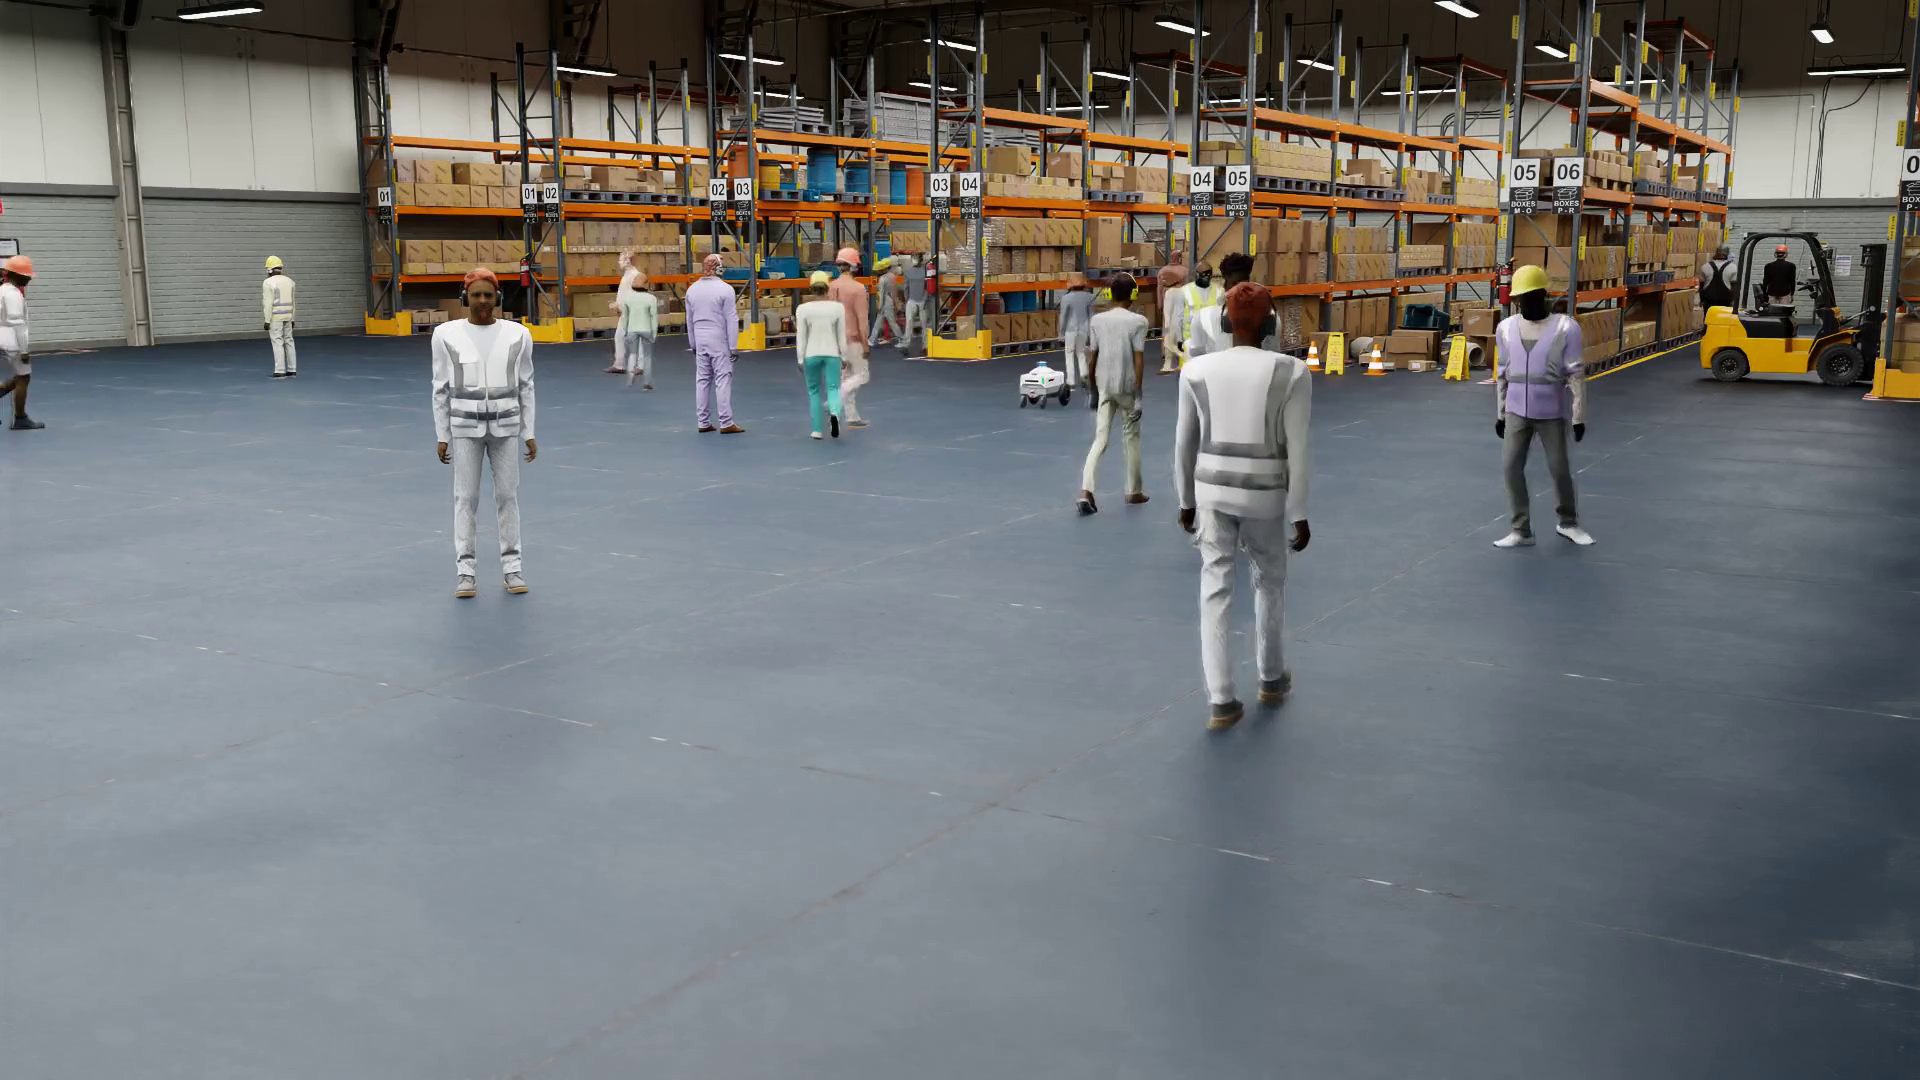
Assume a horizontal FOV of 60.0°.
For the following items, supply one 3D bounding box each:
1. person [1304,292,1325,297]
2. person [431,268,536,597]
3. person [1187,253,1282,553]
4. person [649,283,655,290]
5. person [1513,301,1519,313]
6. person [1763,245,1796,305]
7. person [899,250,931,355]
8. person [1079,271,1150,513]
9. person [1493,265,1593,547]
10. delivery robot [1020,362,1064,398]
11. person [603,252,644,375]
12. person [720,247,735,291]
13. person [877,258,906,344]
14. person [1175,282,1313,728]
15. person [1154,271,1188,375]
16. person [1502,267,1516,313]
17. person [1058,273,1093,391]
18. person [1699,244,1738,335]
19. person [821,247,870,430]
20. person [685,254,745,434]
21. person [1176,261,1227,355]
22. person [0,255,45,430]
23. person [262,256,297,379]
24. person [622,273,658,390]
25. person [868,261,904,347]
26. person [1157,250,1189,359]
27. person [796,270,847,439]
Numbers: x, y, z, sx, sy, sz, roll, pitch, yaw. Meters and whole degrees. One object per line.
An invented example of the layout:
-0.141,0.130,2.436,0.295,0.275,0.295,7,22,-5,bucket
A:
7.885,-5.460,36.662,0.700,1.904,0.397,7,12,34,person
-2.727,-0.613,9.570,0.573,1.883,0.356,-4,11,-21,person
1.820,-0.894,10.967,0.650,1.965,0.484,2,10,9,person
-7.649,-6.365,41.883,0.538,1.849,0.535,6,12,31,person
12.491,-5.528,36.809,0.620,1.989,1.061,3,11,16,person
16.675,-5.006,33.883,0.609,1.986,0.391,5,11,27,person
-0.792,-4.275,30.045,0.624,1.888,0.972,4,11,20,person
1.162,-1.121,12.613,0.521,1.823,0.978,5,11,27,person
3.888,-0.882,11.099,0.632,1.888,0.671,9,13,41,person
1.020,-1.967,20.606,0.477,0.478,0.707,5,11,25,delivery robot
-5.191,-3.469,25.545,0.785,1.881,0.673,-4,11,-19,person
-6.004,-6.540,42.758,0.612,1.936,0.486,7,12,35,person
-1.364,-4.789,33.352,0.563,1.732,0.534,-5,11,-27,person
1.240,-0.172,7.163,0.612,1.852,0.854,4,11,22,person
3.287,-3.295,25.359,0.608,1.613,0.518,4,11,20,person
13.094,-5.934,39.448,0.516,1.860,0.321,5,11,25,person
1.578,-2.854,22.845,0.536,1.622,0.330,-5,11,-24,person
14.153,-4.521,31.010,0.697,2.000,0.904,7,12,33,person
-1.239,-2.149,17.885,0.662,1.977,0.635,-10,14,-43,person
-2.608,-2.088,17.760,0.642,1.909,0.399,6,12,31,person
2.924,-2.477,20.233,0.635,1.815,0.800,-1,10,-6,person
-10.212,-2.104,17.898,0.615,1.892,0.609,-9,13,-41,person
-10.193,-3.320,24.870,0.404,1.830,0.599,4,11,19,person
-4.399,-2.848,22.828,0.513,1.614,0.507,1,10,3,person
-1.471,-4.583,32.374,0.895,1.670,0.540,0,10,-2,person
3.797,-4.144,29.281,0.652,1.906,0.402,7,12,33,person
-1.413,-1.882,17.025,0.528,1.746,0.620,-2,10,-12,person
